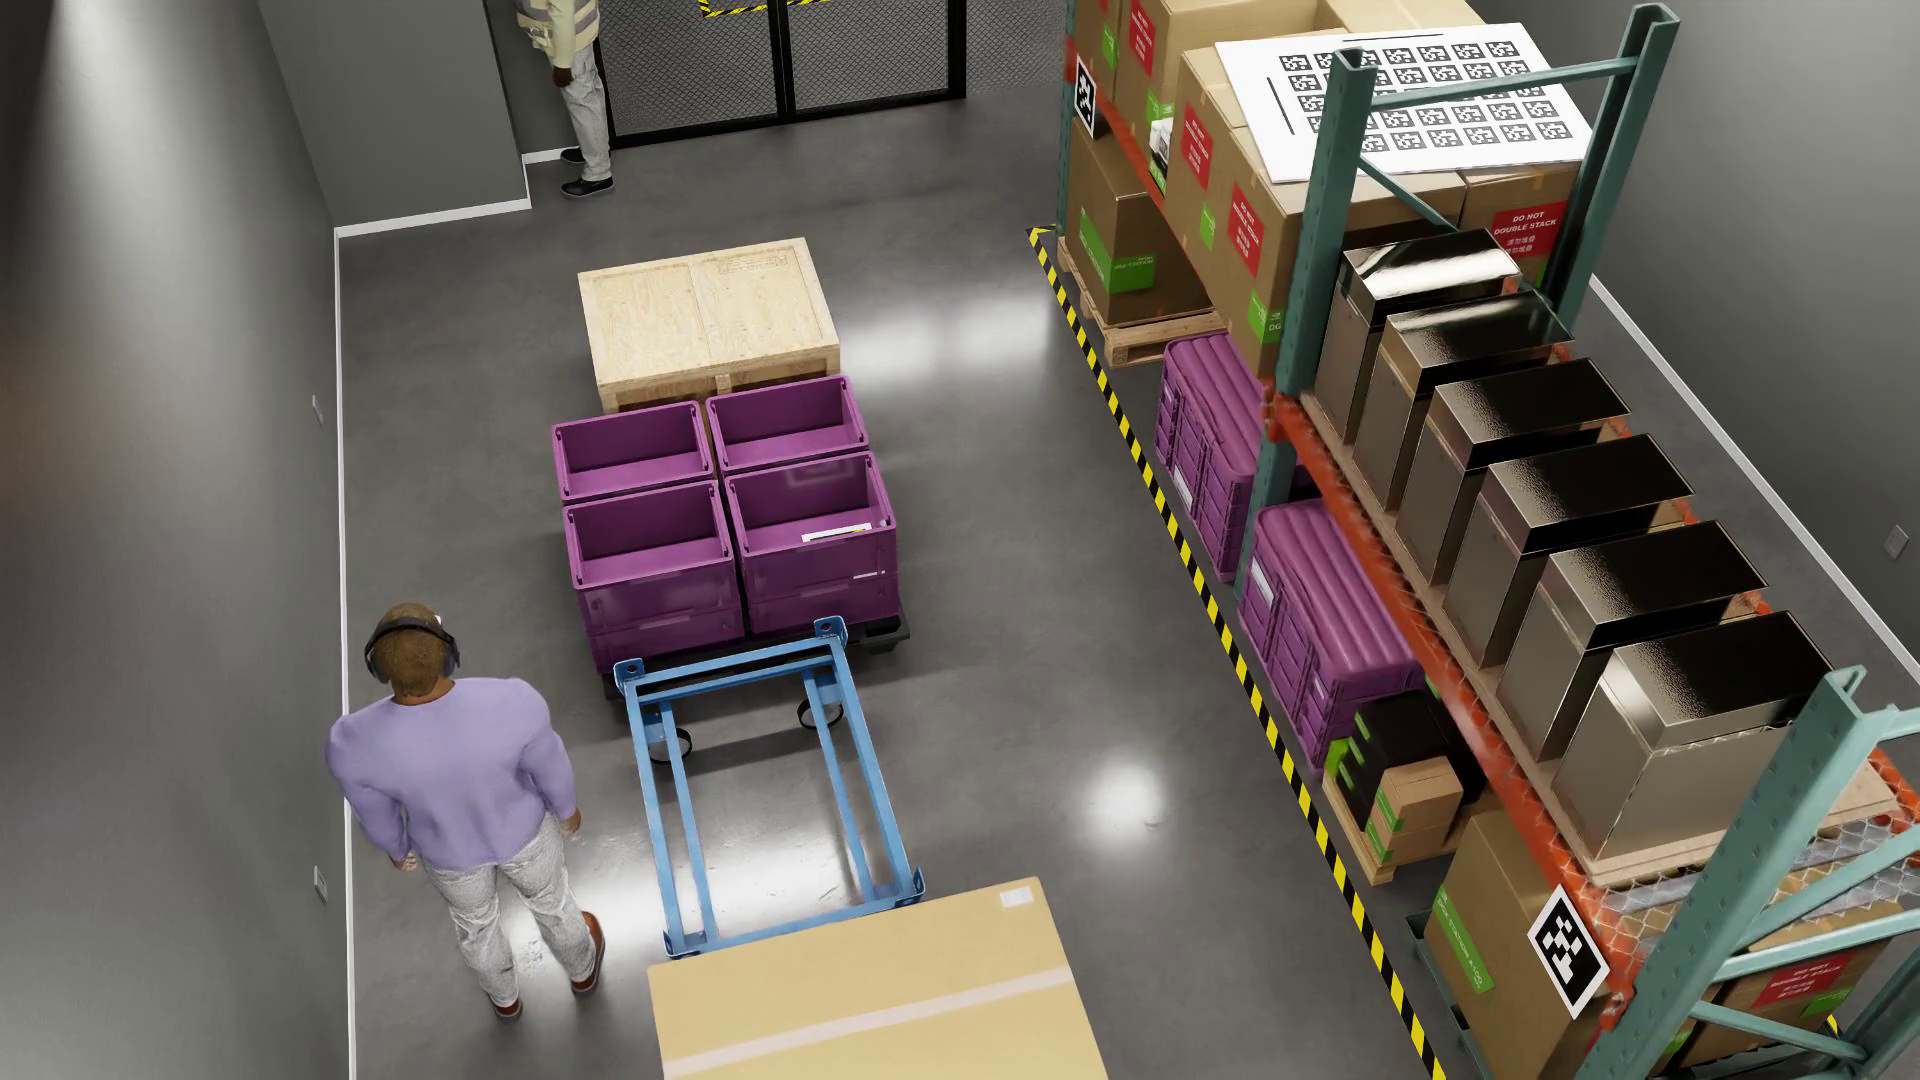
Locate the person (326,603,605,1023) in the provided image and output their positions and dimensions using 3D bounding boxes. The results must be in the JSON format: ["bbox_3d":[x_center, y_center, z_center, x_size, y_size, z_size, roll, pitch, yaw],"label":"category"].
[{"bbox_3d":[-1.468,0.874,5.084,0.627,1.940,0.370,-13,49,-11],"label":"person"}]

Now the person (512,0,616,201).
[{"bbox_3d":[-1.996,-2.556,8.304,0.404,1.835,0.590,-4,48,-4],"label":"person"}]
